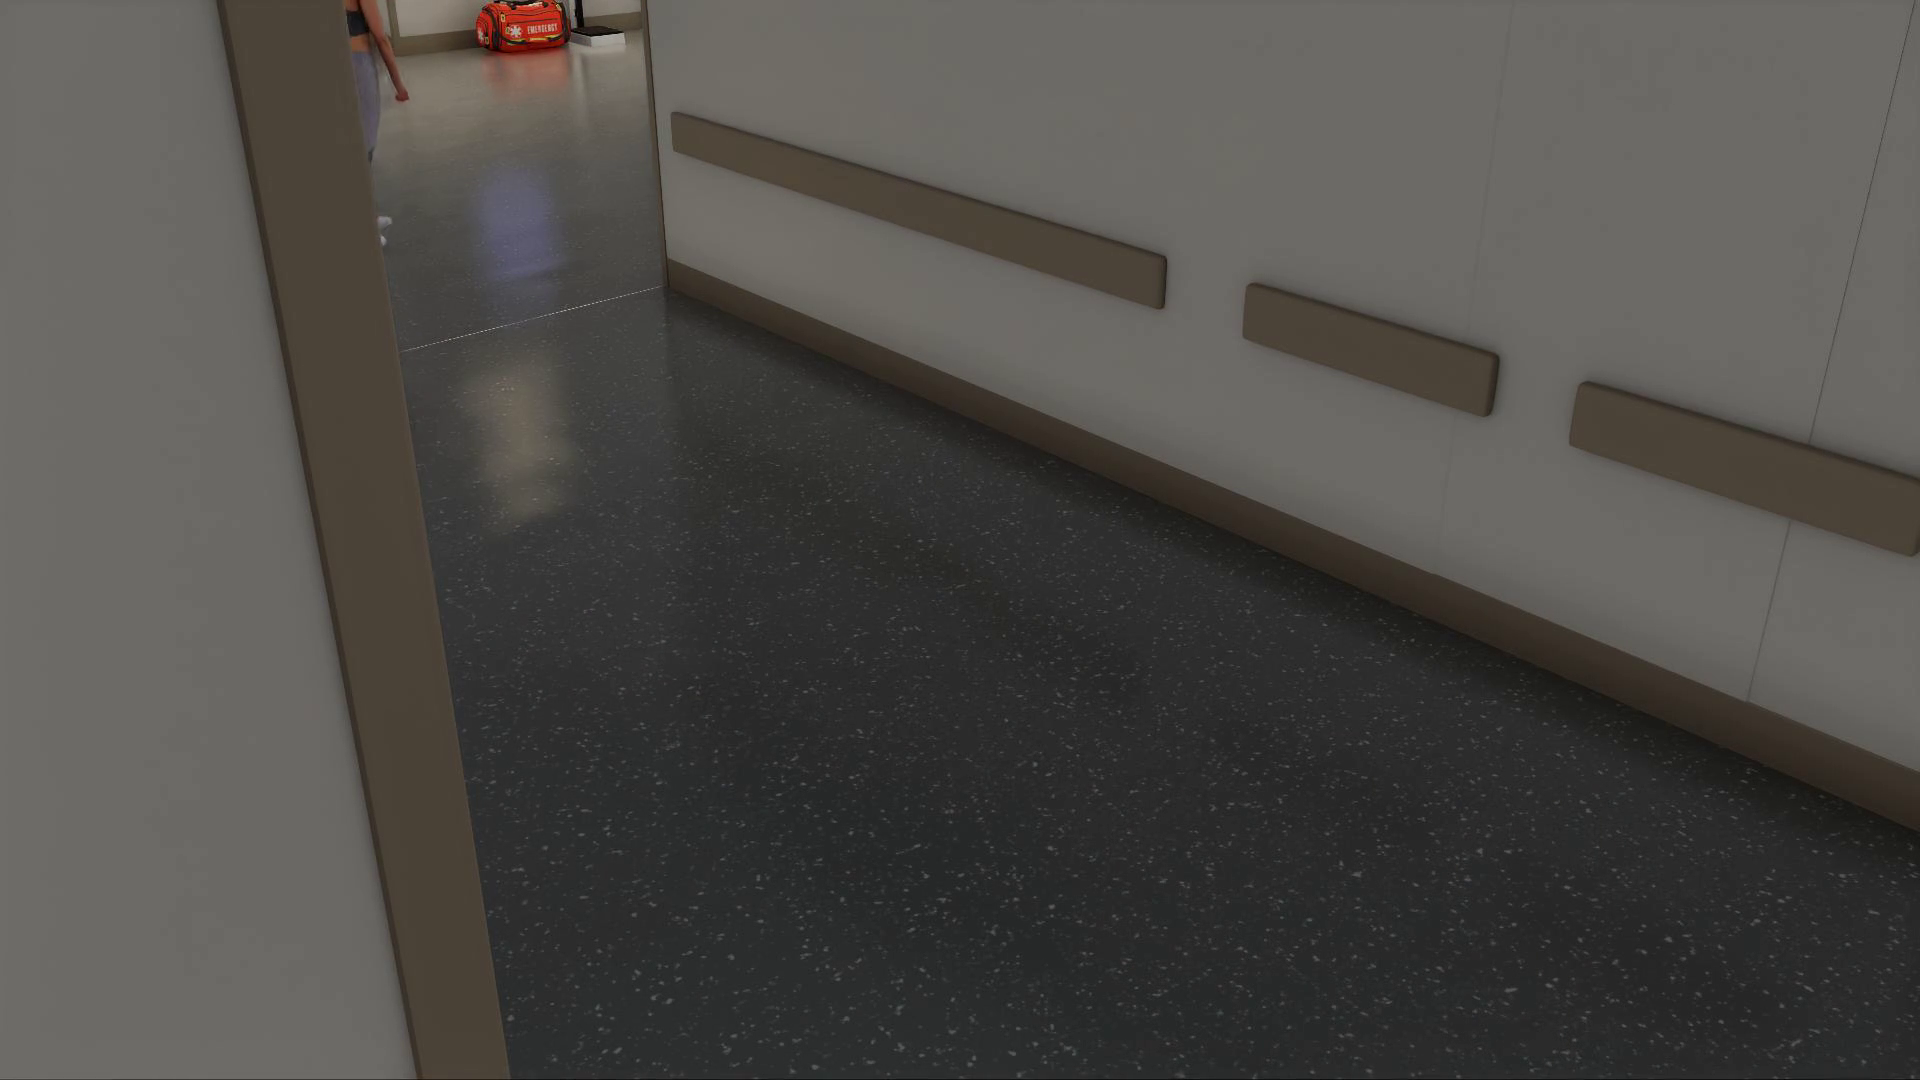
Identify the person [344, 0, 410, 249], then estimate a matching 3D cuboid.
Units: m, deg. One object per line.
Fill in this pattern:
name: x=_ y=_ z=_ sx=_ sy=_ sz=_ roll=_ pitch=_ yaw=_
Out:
person: x=-3.168 y=-2.296 z=8.541 sx=0.792 sy=1.687 sz=0.883 roll=7 pitch=27 yaw=15
